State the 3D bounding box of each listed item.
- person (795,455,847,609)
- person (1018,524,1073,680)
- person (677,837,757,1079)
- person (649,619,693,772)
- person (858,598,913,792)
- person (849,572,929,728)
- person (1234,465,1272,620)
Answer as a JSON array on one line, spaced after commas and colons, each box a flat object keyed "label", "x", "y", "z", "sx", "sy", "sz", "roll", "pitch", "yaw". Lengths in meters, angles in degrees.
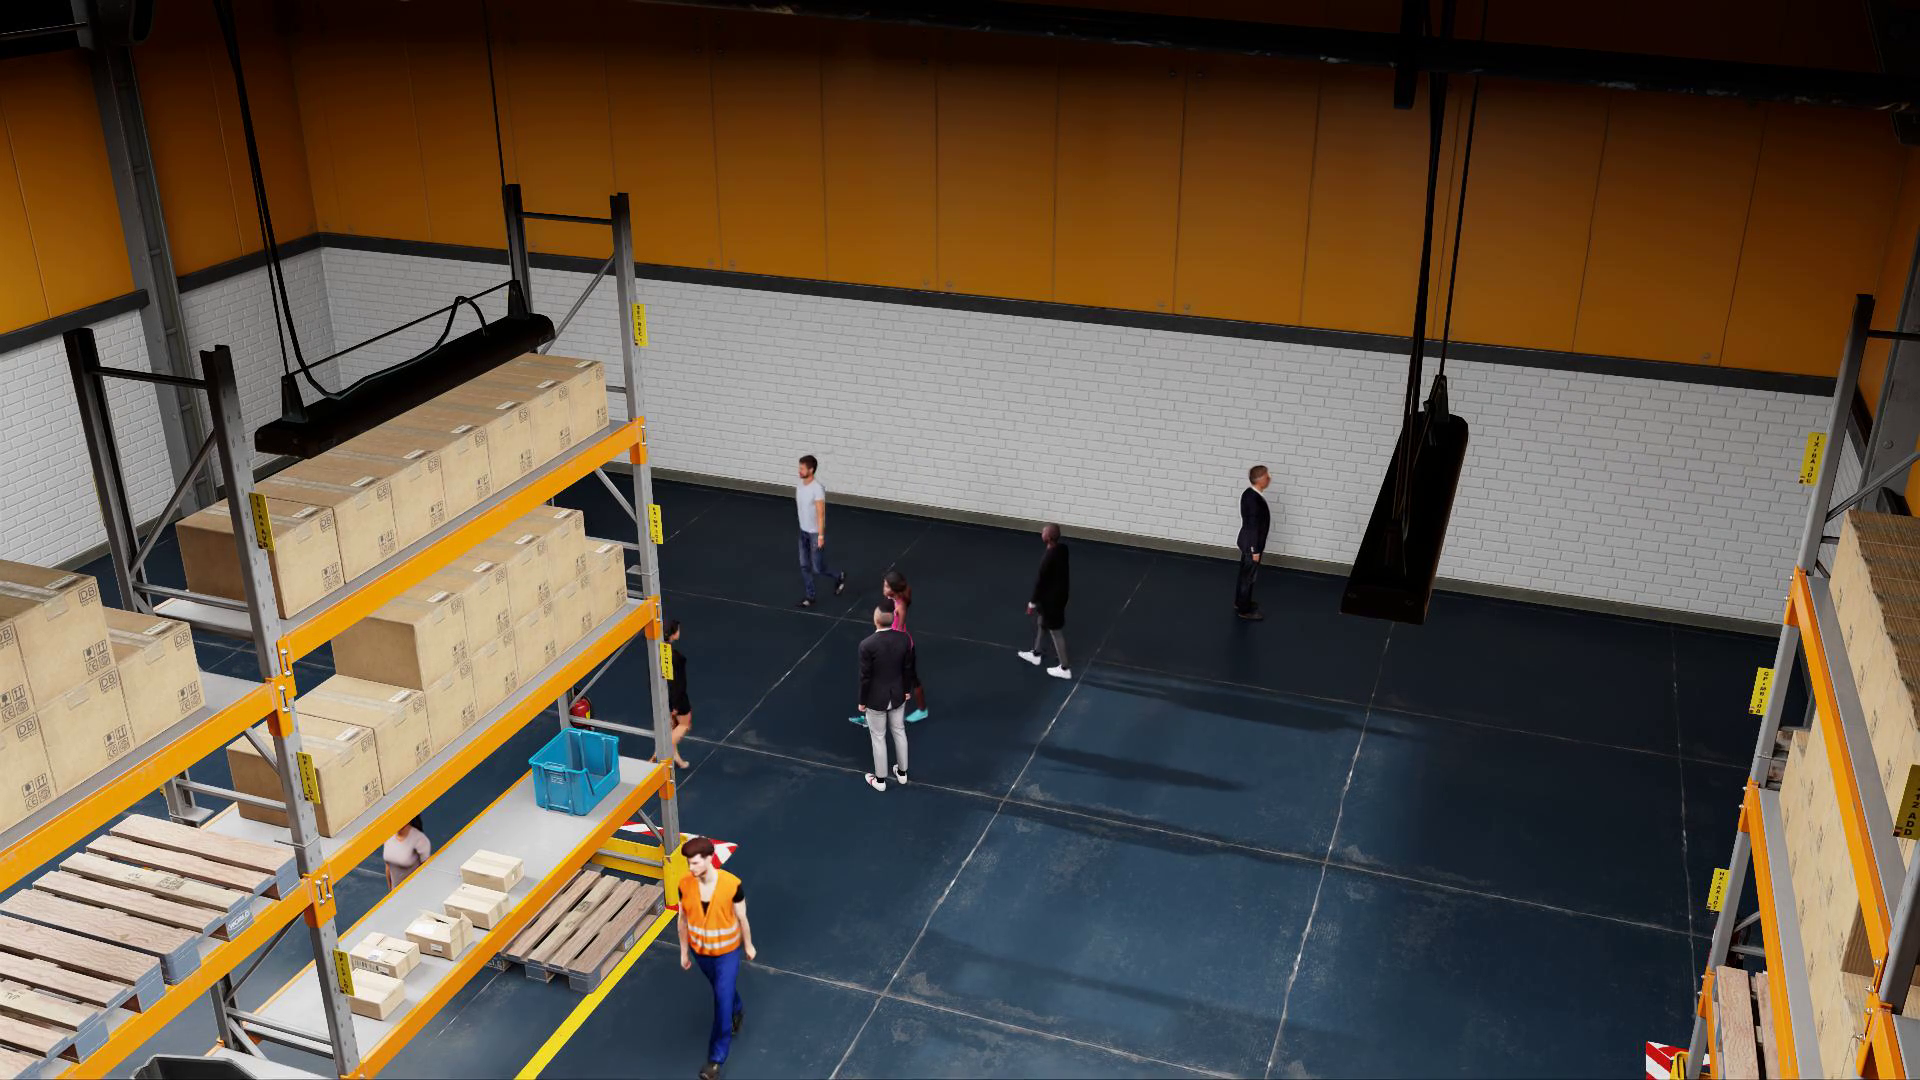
[{"label": "person", "x": -1.631, "y": -0.111, "z": 19.182, "sx": 1.008, "sy": 1.856, "sz": 0.868, "roll": -20, "pitch": 31, "yaw": -38}, {"label": "person", "x": 1.066, "y": 0.670, "z": 17.544, "sx": 0.820, "sy": 1.738, "sz": 0.914, "roll": 13, "pitch": 27, "yaw": 27}, {"label": "person", "x": -1.772, "y": 2.939, "z": 12.229, "sx": 0.799, "sy": 1.836, "sz": 1.222, "roll": 4, "pitch": 24, "yaw": 10}, {"label": "person", "x": -2.790, "y": 1.527, "z": 15.721, "sx": 0.824, "sy": 1.627, "sz": 0.748, "roll": -17, "pitch": 29, "yaw": -33}, {"label": "person", "x": -0.693, "y": 1.424, "z": 15.550, "sx": 0.770, "sy": 1.953, "sz": 0.852, "roll": -13, "pitch": 27, "yaw": -27}, {"label": "person", "x": -0.527, "y": 1.110, "z": 16.614, "sx": 1.119, "sy": 1.676, "sz": 1.020, "roll": -13, "pitch": 27, "yaw": -27}, {"label": "person", "x": 3.338, "y": -0.005, "z": 18.991, "sx": 0.826, "sy": 1.815, "sz": 0.641, "roll": 1, "pitch": 24, "yaw": 2}]
